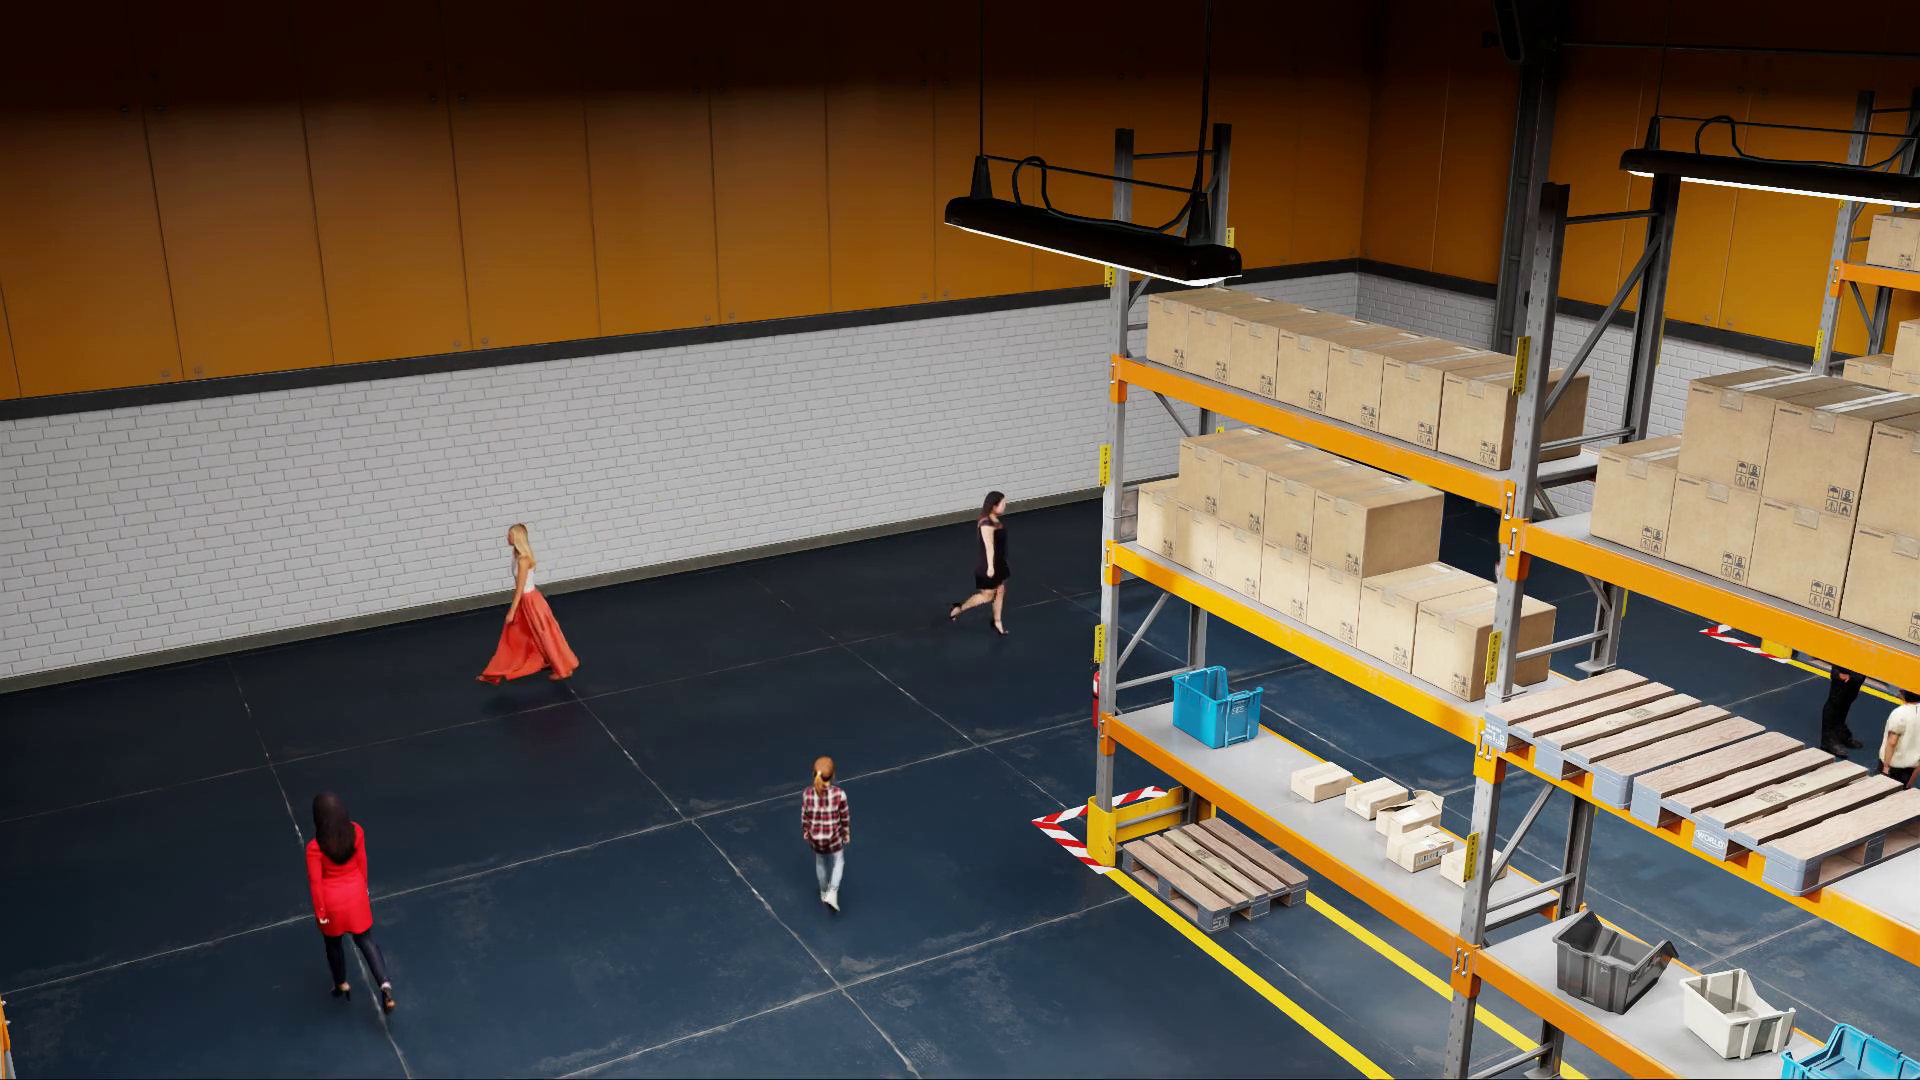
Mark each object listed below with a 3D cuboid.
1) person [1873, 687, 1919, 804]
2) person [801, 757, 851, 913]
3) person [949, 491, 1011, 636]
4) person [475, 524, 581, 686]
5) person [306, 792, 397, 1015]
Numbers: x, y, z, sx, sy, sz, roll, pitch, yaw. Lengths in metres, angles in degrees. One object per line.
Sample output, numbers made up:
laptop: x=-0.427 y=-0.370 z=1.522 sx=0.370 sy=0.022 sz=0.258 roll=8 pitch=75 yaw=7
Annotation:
person: x=7.943 y=1.887 z=13.966 sx=0.686 sy=1.575 sz=0.852 roll=-6 pitch=20 yaw=-18
person: x=-1.060 y=2.328 z=13.093 sx=0.754 sy=1.296 sz=0.852 roll=1 pitch=19 yaw=4
person: x=0.247 y=0.299 z=18.504 sx=1.010 sy=1.688 sz=0.984 roll=2 pitch=19 yaw=6
person: x=-4.351 y=0.709 z=17.209 sx=0.766 sy=1.738 sz=1.247 roll=-8 pitch=20 yaw=-24
person: x=-4.275 y=2.580 z=11.677 sx=1.071 sy=1.723 sz=0.774 roll=17 pitch=25 yaw=41
